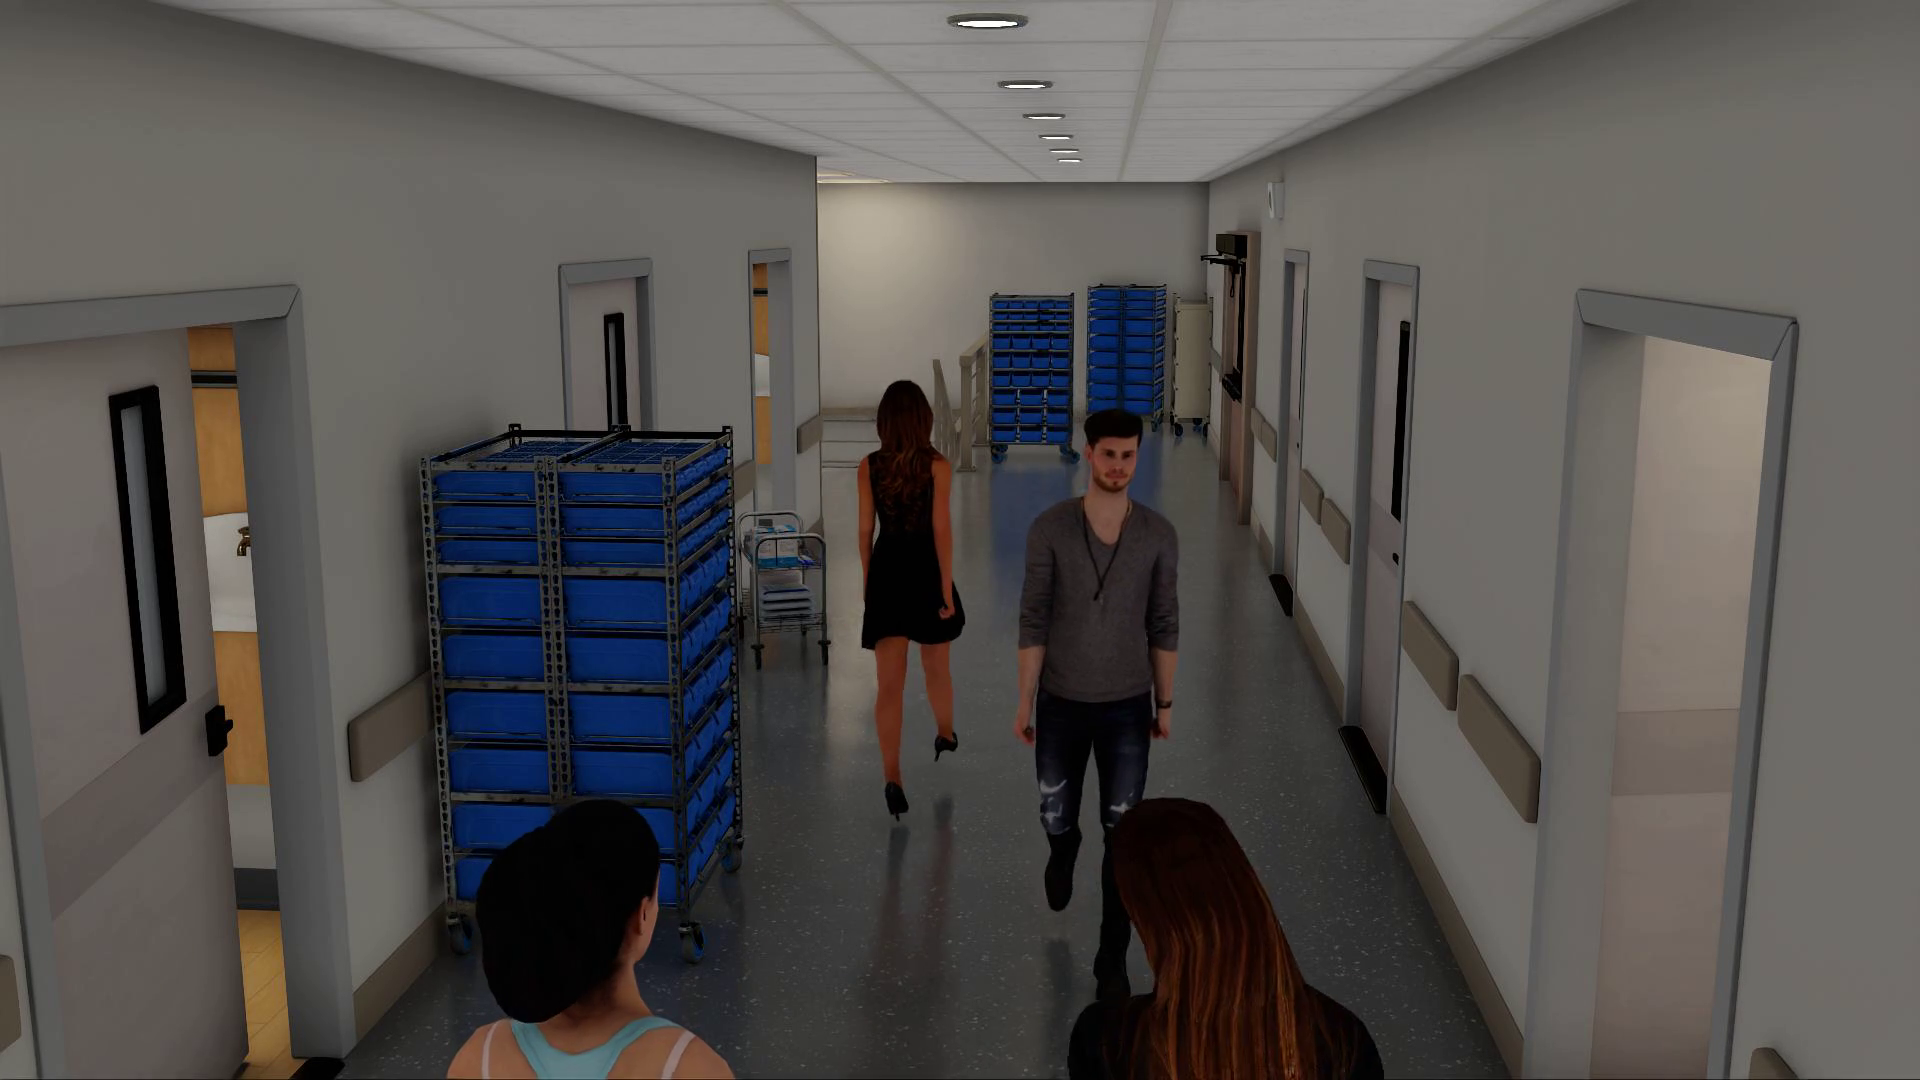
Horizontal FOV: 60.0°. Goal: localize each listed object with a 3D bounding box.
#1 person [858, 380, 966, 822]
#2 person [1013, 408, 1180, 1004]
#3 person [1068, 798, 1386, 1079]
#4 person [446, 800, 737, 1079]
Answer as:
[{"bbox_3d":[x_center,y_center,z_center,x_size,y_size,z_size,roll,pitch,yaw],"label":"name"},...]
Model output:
[{"bbox_3d":[-0.251,0.285,6.925,0.653,1.796,1.115,2,11,11],"label":"person"},{"bbox_3d":[0.433,0.511,5.512,0.678,1.878,1.090,1,11,4],"label":"person"},{"bbox_3d":[0.366,1.230,2.291,0.666,1.666,1.049,2,11,11],"label":"person"},{"bbox_3d":[-0.451,1.189,2.216,0.610,1.774,0.593,2,11,11],"label":"person"}]
